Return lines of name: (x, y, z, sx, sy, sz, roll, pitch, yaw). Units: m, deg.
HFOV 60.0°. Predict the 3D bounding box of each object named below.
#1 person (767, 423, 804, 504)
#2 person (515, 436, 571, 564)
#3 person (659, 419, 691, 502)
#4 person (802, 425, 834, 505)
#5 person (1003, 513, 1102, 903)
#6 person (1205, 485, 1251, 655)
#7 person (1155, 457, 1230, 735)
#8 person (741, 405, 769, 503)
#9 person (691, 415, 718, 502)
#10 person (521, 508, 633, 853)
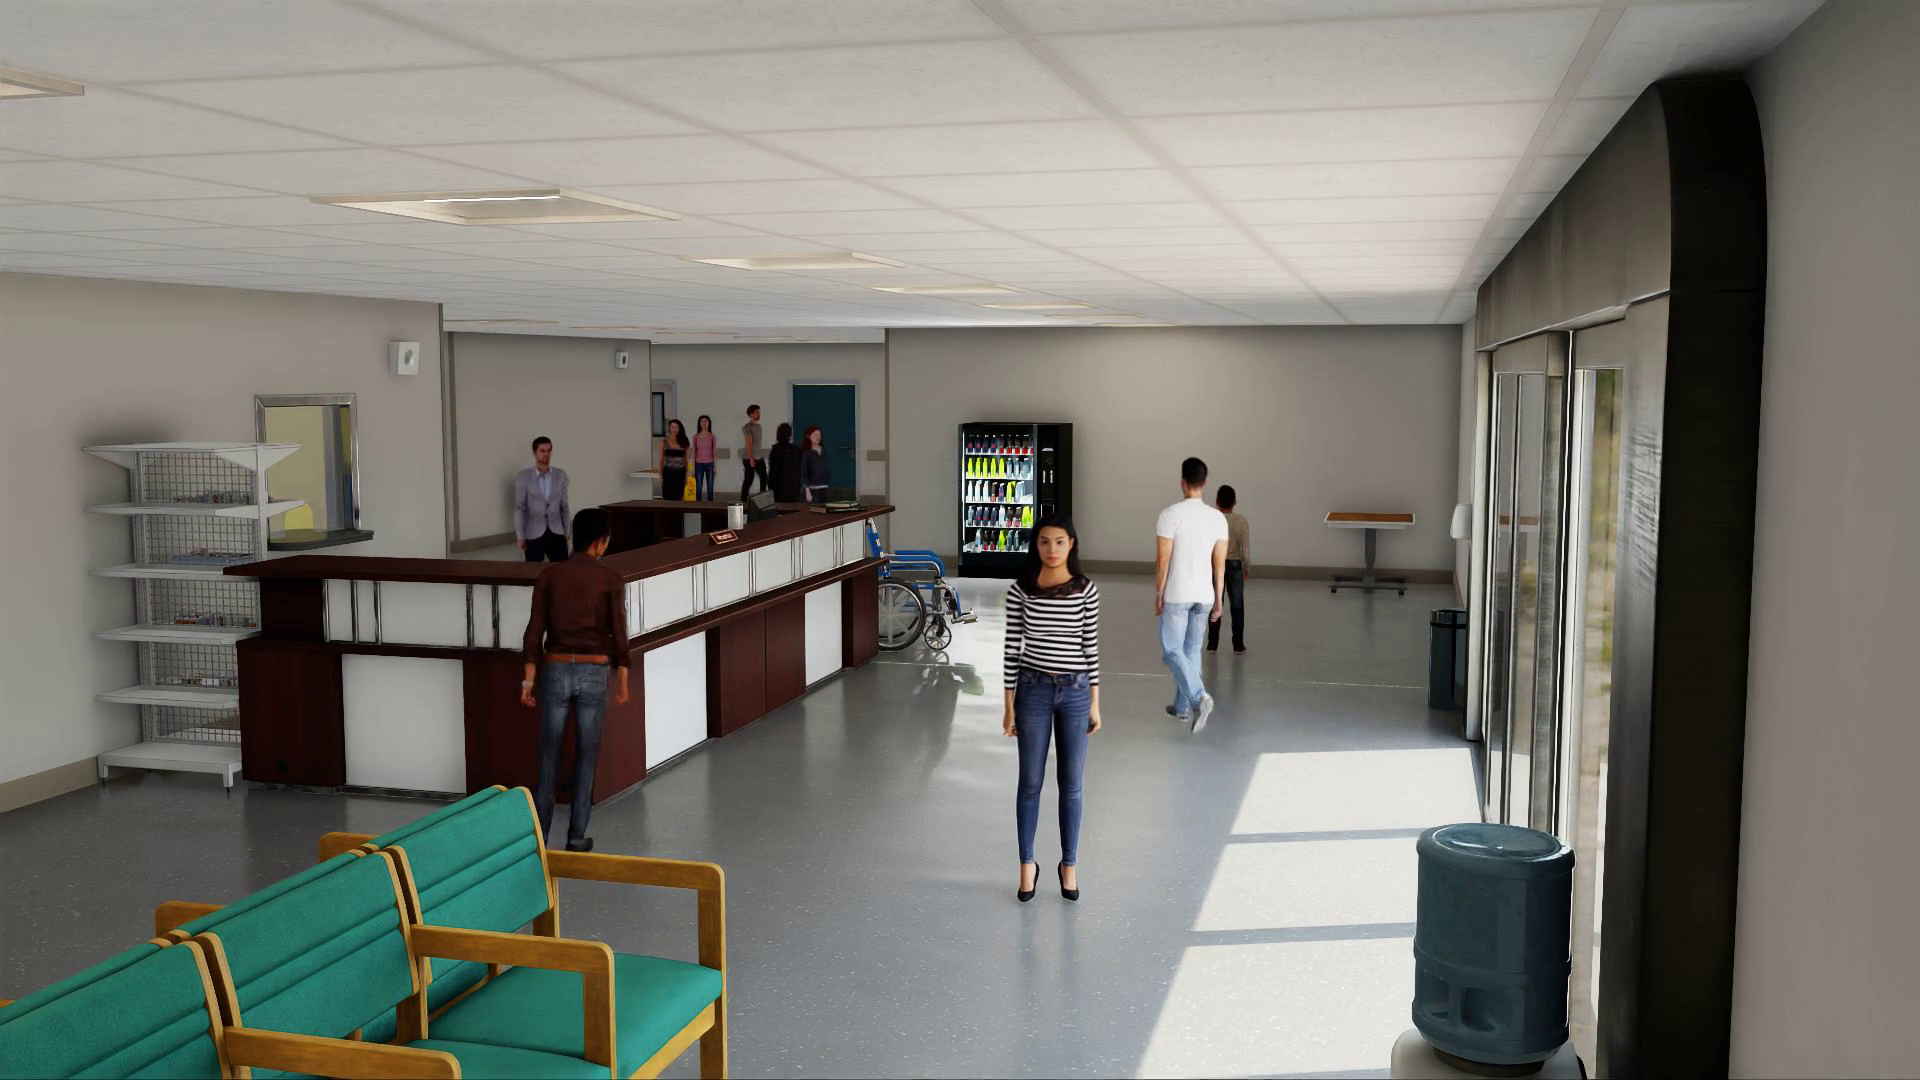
person: (-2.105, -0.527, 20.516, 0.866, 1.808, 0.844, 6, 8, 44)
person: (-3.940, -0.051, 15.627, 0.840, 1.841, 0.903, -3, 7, -29)
person: (-4.197, -0.877, 24.319, 1.084, 1.743, 0.988, -1, 6, -13)
person: (-1.909, -0.589, 21.401, 0.811, 1.754, 0.905, -6, 8, -45)
person: (0.428, 0.767, 7.636, 0.542, 1.795, 0.715, 0, 6, -3)
person: (2.308, 0.258, 14.435, 0.472, 1.464, 0.639, 1, 6, 8)
person: (1.567, 0.390, 11.263, 1.130, 1.835, 1.100, -2, 6, -18)
person: (-3.675, -1.403, 28.898, 0.852, 1.874, 0.732, 2, 6, 20)
person: (-4.239, -1.207, 27.608, 0.571, 1.743, 0.695, -1, 6, -7)
person: (-1.945, 0.737, 8.310, 0.713, 1.736, 0.853, -2, 6, -21)
